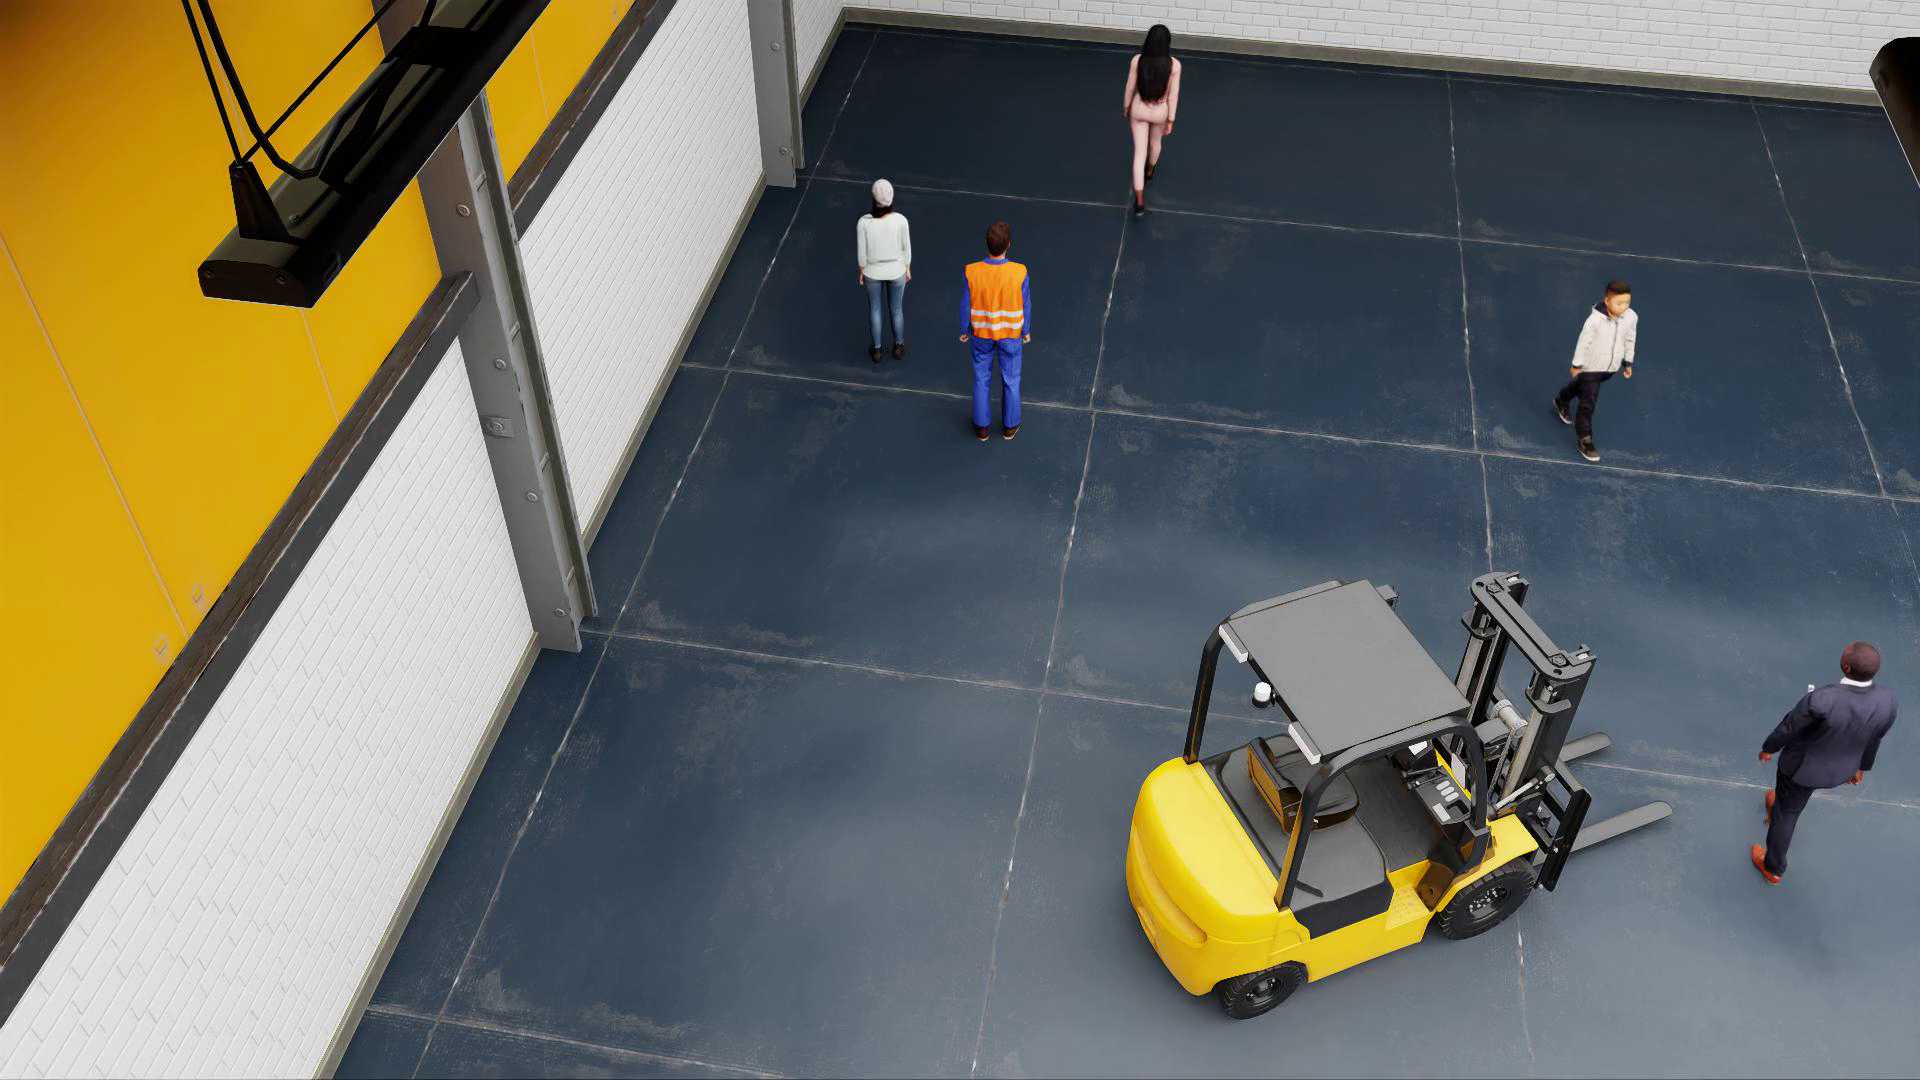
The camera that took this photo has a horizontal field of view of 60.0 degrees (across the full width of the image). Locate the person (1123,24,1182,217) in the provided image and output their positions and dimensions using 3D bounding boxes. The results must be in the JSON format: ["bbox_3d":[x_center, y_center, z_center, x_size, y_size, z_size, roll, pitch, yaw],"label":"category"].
[{"bbox_3d":[1.674,-3.711,14.811,0.673,1.674,1.164,5,44,5],"label":"person"}]

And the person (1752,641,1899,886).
[{"bbox_3d":[4.881,1.330,9.425,0.791,1.803,0.953,2,44,2],"label":"person"}]

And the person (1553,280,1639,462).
[{"bbox_3d":[4.773,-1.380,12.537,0.887,1.433,1.045,-14,45,-14],"label":"person"}]

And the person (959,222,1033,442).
[{"bbox_3d":[0.267,-1.545,12.400,0.717,1.862,0.639,1,44,1],"label":"person"}]

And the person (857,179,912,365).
[{"bbox_3d":[-0.594,-2.135,13.176,0.632,1.646,0.621,-3,44,-3],"label":"person"}]
